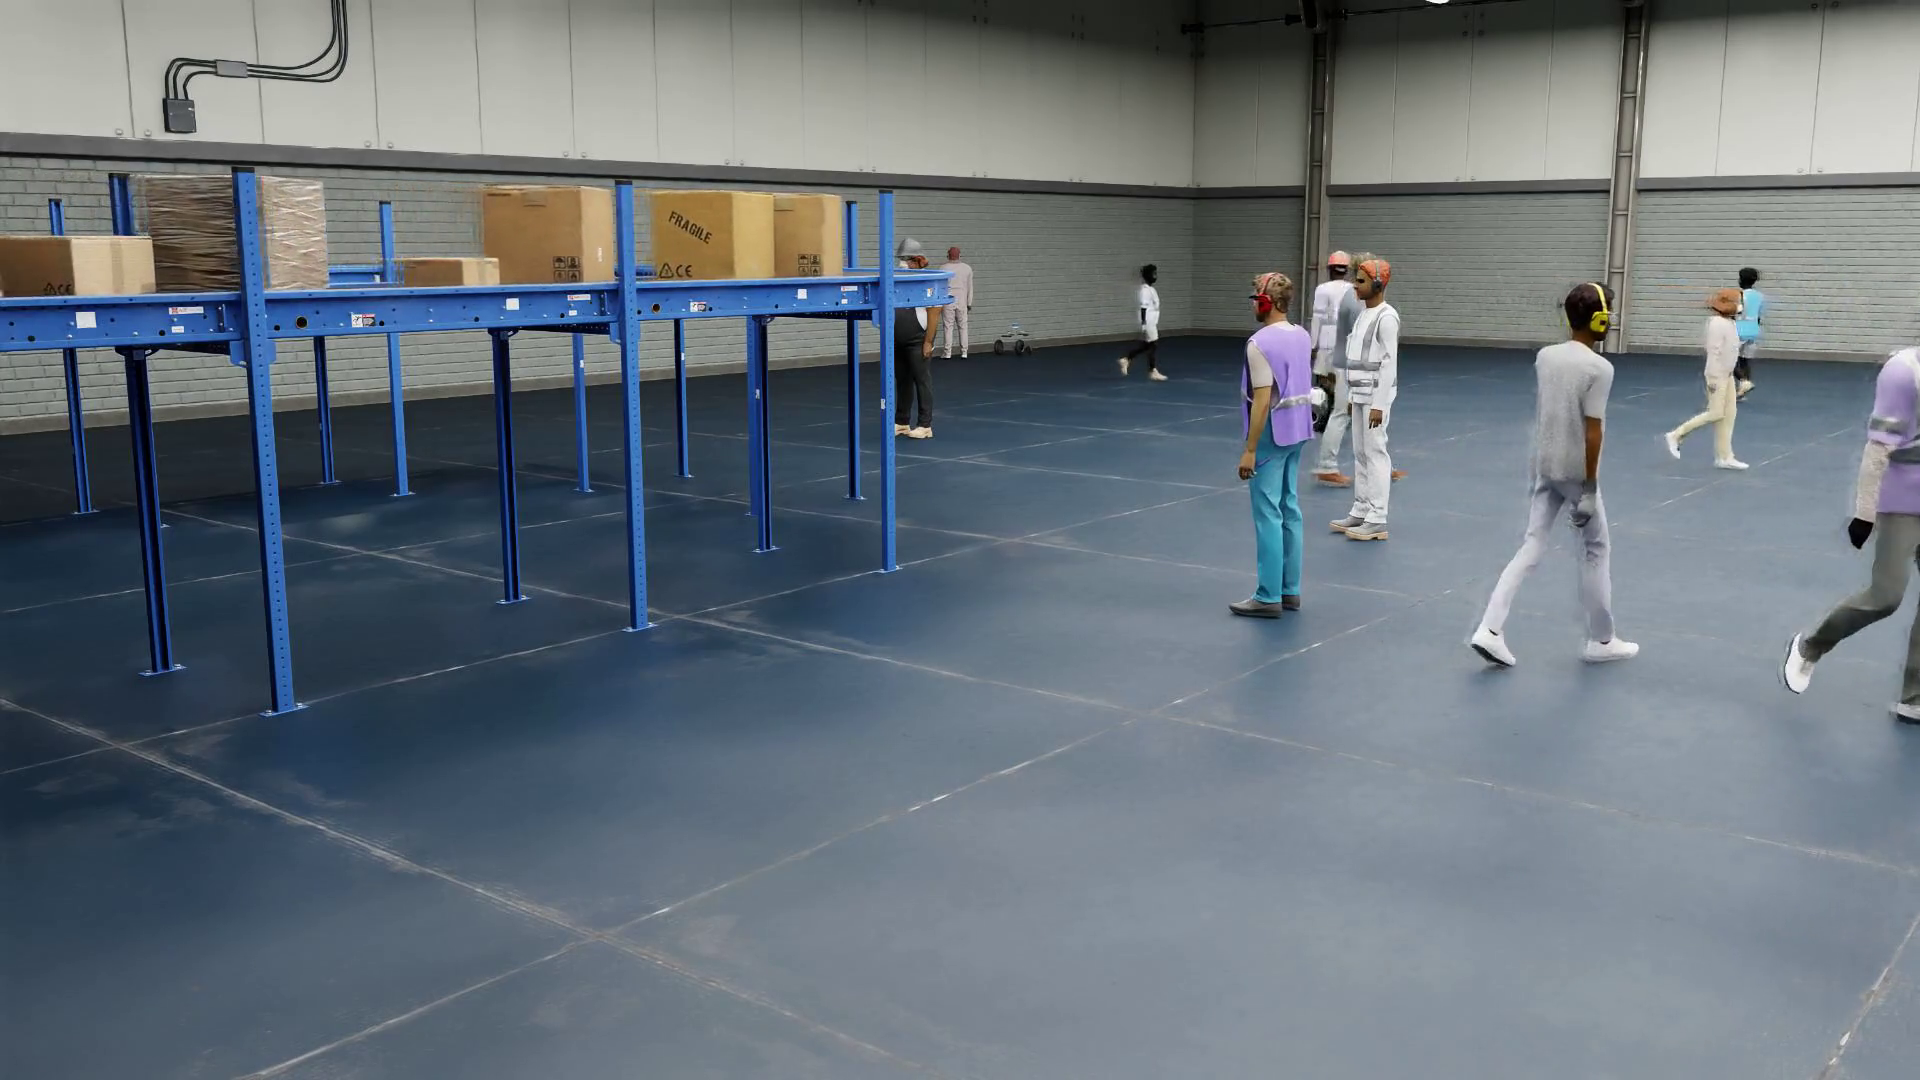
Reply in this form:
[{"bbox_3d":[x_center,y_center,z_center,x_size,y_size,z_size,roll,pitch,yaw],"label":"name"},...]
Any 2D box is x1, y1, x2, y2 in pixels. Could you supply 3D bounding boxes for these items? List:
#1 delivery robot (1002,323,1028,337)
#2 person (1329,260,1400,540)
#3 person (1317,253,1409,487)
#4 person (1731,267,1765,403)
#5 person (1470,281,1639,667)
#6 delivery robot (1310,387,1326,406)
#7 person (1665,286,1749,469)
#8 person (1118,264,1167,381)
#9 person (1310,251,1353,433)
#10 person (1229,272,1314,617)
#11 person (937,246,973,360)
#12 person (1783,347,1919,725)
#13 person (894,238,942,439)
[{"bbox_3d":[0.973,-3.742,29.590,0.335,0.223,0.698,5,11,26],"label":"delivery robot"},{"bbox_3d":[2.781,-0.955,11.328,0.355,1.882,0.576,-1,10,-6],"label":"person"},{"bbox_3d":[3.361,-1.378,13.605,0.878,1.903,0.662,3,11,14],"label":"person"},{"bbox_3d":[9.720,-2.534,20.628,0.552,1.683,0.403,-5,11,-24],"label":"person"},{"bbox_3d":[2.844,-0.306,7.894,0.939,1.835,0.529,-5,11,-26],"label":"person"},{"bbox_3d":[3.630,-1.554,18.182,0.707,0.478,0.477,3,11,16],"label":"delivery robot"},{"bbox_3d":[6.726,-1.454,14.838,0.630,1.613,0.506,9,13,40],"label":"person"},{"bbox_3d":[2.654,-3.154,24.074,0.677,1.672,0.536,3,11,14],"label":"person"},{"bbox_3d":[3.945,-2.047,17.308,0.559,1.909,0.682,-4,11,-23],"label":"person"},{"bbox_3d":[1.708,-0.514,8.985,0.372,1.843,0.570,8,13,37],"label":"person"},{"bbox_3d":[-0.102,-4.031,28.305,0.642,1.909,0.409,-3,11,-16],"label":"person"},{"bbox_3d":[3.970,-0.179,6.977,0.607,1.901,0.667,-4,11,-22],"label":"person"},{"bbox_3d":[-0.531,-2.056,17.108,0.538,2.000,0.682,-9,14,-41],"label":"person"}]
